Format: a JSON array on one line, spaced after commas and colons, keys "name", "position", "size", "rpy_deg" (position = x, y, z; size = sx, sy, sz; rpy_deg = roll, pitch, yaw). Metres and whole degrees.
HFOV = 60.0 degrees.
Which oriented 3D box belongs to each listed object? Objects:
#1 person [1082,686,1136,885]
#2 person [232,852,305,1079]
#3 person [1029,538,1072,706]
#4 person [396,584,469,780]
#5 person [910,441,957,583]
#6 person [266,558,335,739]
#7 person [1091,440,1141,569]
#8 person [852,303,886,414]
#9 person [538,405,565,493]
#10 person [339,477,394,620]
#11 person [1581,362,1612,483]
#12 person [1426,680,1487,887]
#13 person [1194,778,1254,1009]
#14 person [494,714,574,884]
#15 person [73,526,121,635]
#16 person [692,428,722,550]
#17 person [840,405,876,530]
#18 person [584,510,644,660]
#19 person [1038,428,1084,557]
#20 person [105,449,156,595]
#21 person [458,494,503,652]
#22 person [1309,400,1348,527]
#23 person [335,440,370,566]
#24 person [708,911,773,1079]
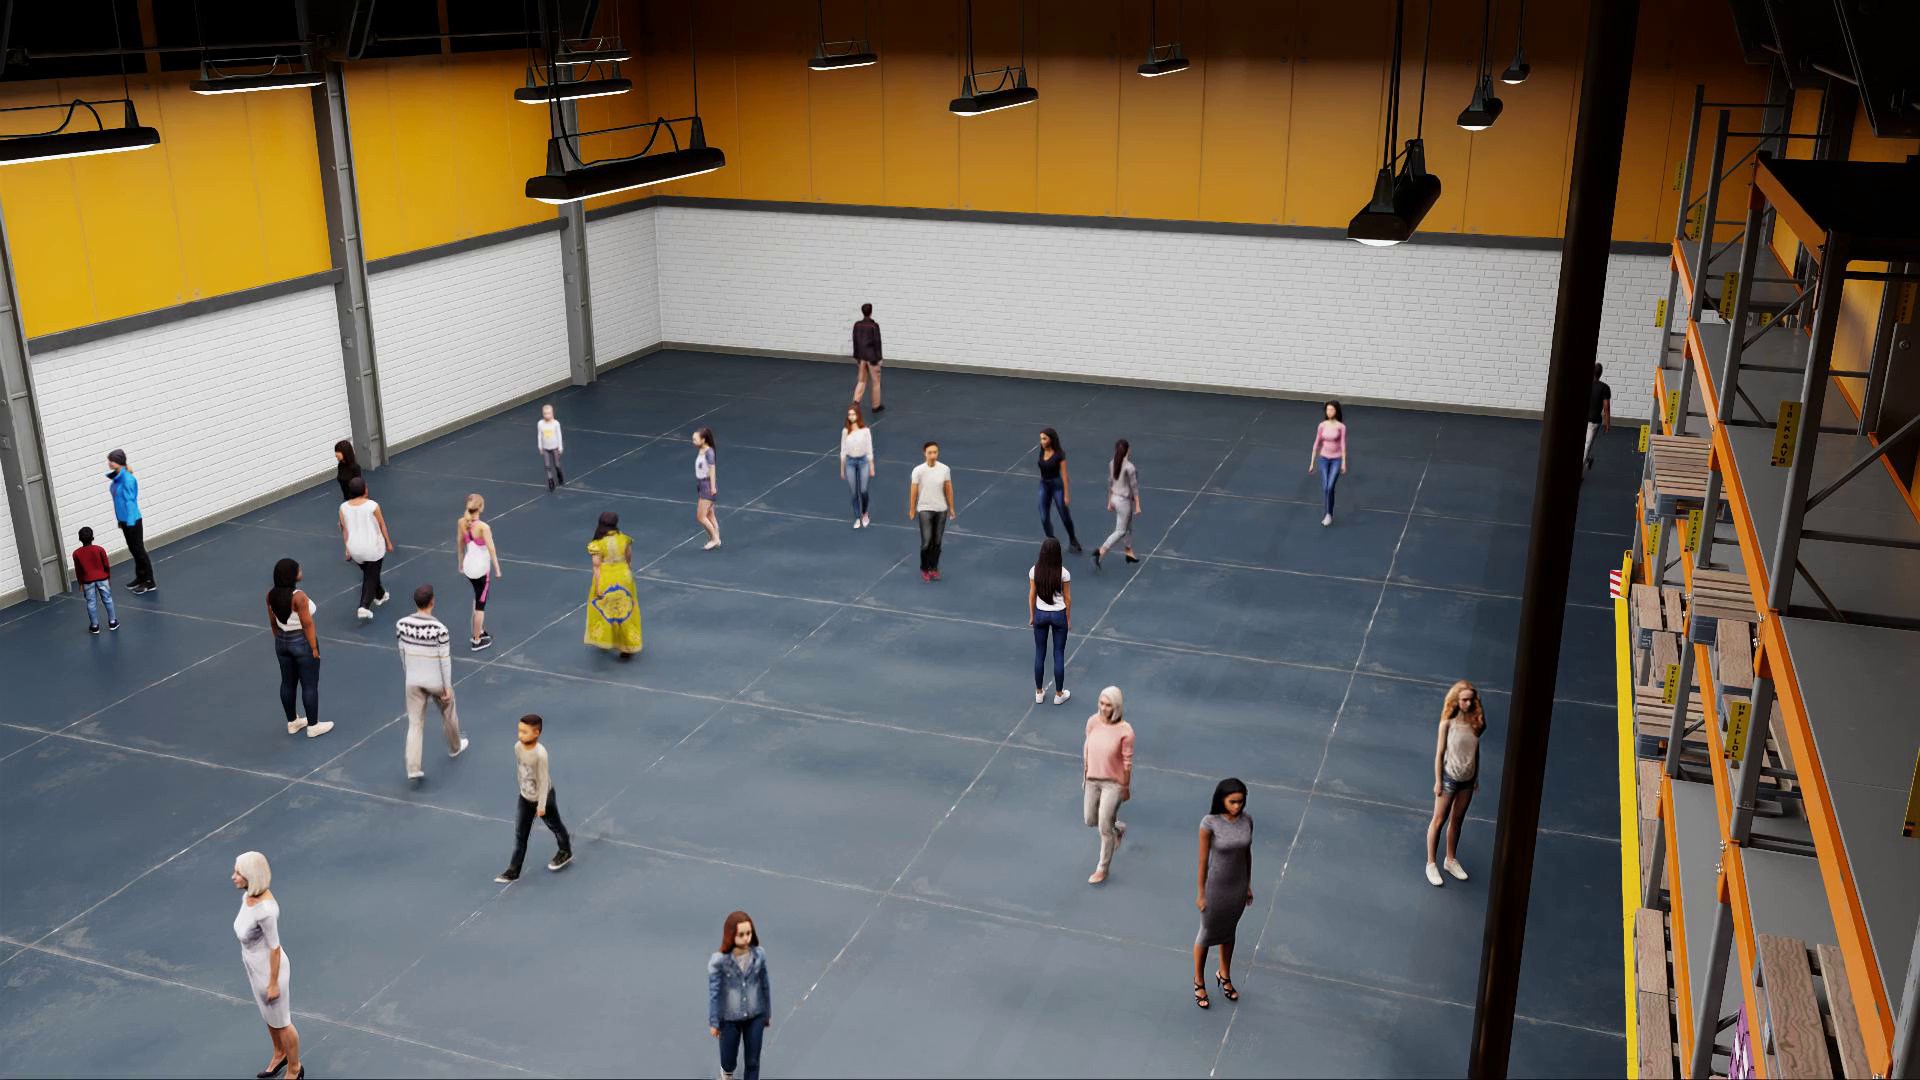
[{"name": "person", "position": [1.251, 1.966, 13.729], "size": [0.753, 1.710, 0.936], "rpy_deg": [13, 23, 35]}, {"name": "person", "position": [-4.596, 2.851, 11.035], "size": [0.646, 1.751, 0.640], "rpy_deg": [-16, 24, -39]}, {"name": "person", "position": [0.923, 0.823, 17.021], "size": [0.596, 1.775, 0.509], "rpy_deg": [6, 19, 17]}, {"name": "person", "position": [-4.979, 1.339, 15.390], "size": [0.914, 1.837, 1.248], "rpy_deg": [2, 19, 5]}, {"name": "person", "position": [-0.374, -0.386, 20.592], "size": [0.797, 1.787, 0.850], "rpy_deg": [-7, 20, -21]}, {"name": "person", "position": [-6.516, 1.047, 16.305], "size": [0.643, 1.807, 0.598], "rpy_deg": [8, 20, 21]}, {"name": "person", "position": [1.970, -0.408, 20.888], "size": [1.111, 1.640, 1.014], "rpy_deg": [-9, 21, -25]}, {"name": "person", "position": [-1.596, -3.078, 28.384], "size": [0.747, 1.915, 0.987], "rpy_deg": [8, 20, 23]}, {"name": "person", "position": [-5.980, -1.363, 24.304], "size": [0.617, 1.269, 0.737], "rpy_deg": [-1, 19, -2]}, {"name": "person", "position": [-6.909, 0.112, 19.318], "size": [0.691, 1.657, 1.093], "rpy_deg": [5, 19, 15]}, {"name": "person", "position": [9.236, -1.689, 24.514], "size": [0.982, 1.754, 1.293], "rpy_deg": [15, 24, 38]}, {"name": "person", "position": [4.050, 1.967, 13.648], "size": [0.652, 1.759, 0.697], "rpy_deg": [-6, 20, -18]}, {"name": "person", "position": [1.887, 2.520, 11.972], "size": [0.663, 1.781, 0.707], "rpy_deg": [-7, 20, -19]}, {"name": "person", "position": [-3.435, 2.108, 13.746], "size": [0.713, 1.430, 1.029], "rpy_deg": [12, 22, 31]}, {"name": "person", "position": [-9.869, 0.442, 18.965], "size": [0.577, 1.256, 0.648], "rpy_deg": [-11, 21, -29]}, {"name": "person", "position": [-3.210, -0.668, 21.662], "size": [0.774, 1.639, 0.706], "rpy_deg": [-7, 20, -21]}, {"name": "person", "position": [-1.372, -1.016, 22.570], "size": [0.658, 1.720, 0.645], "rpy_deg": [3, 19, 9]}, {"name": "person", "position": [-3.770, 0.519, 18.163], "size": [1.027, 1.622, 1.083], "rpy_deg": [-14, 23, -35]}, {"name": "person", "position": [1.242, -0.605, 21.368], "size": [0.777, 1.706, 0.911], "rpy_deg": [11, 21, 29]}, {"name": "person", "position": [-10.046, -0.241, 20.144], "size": [0.679, 1.797, 0.682], "rpy_deg": [-17, 25, -41]}, {"name": "person", "position": [-5.386, 0.382, 18.338], "size": [0.665, 1.770, 0.666], "rpy_deg": [10, 21, 26]}, {"name": "person", "position": [5.104, -1.079, 22.734], "size": [0.711, 1.733, 0.734], "rpy_deg": [13, 23, 34]}, {"name": "person", "position": [-7.635, -0.501, 21.180], "size": [0.597, 1.630, 0.569], "rpy_deg": [8, 20, 23]}, {"name": "person", "position": [-1.452, 3.066, 10.837], "size": [0.807, 1.470, 0.866], "rpy_deg": [-8, 20, -24]}]
